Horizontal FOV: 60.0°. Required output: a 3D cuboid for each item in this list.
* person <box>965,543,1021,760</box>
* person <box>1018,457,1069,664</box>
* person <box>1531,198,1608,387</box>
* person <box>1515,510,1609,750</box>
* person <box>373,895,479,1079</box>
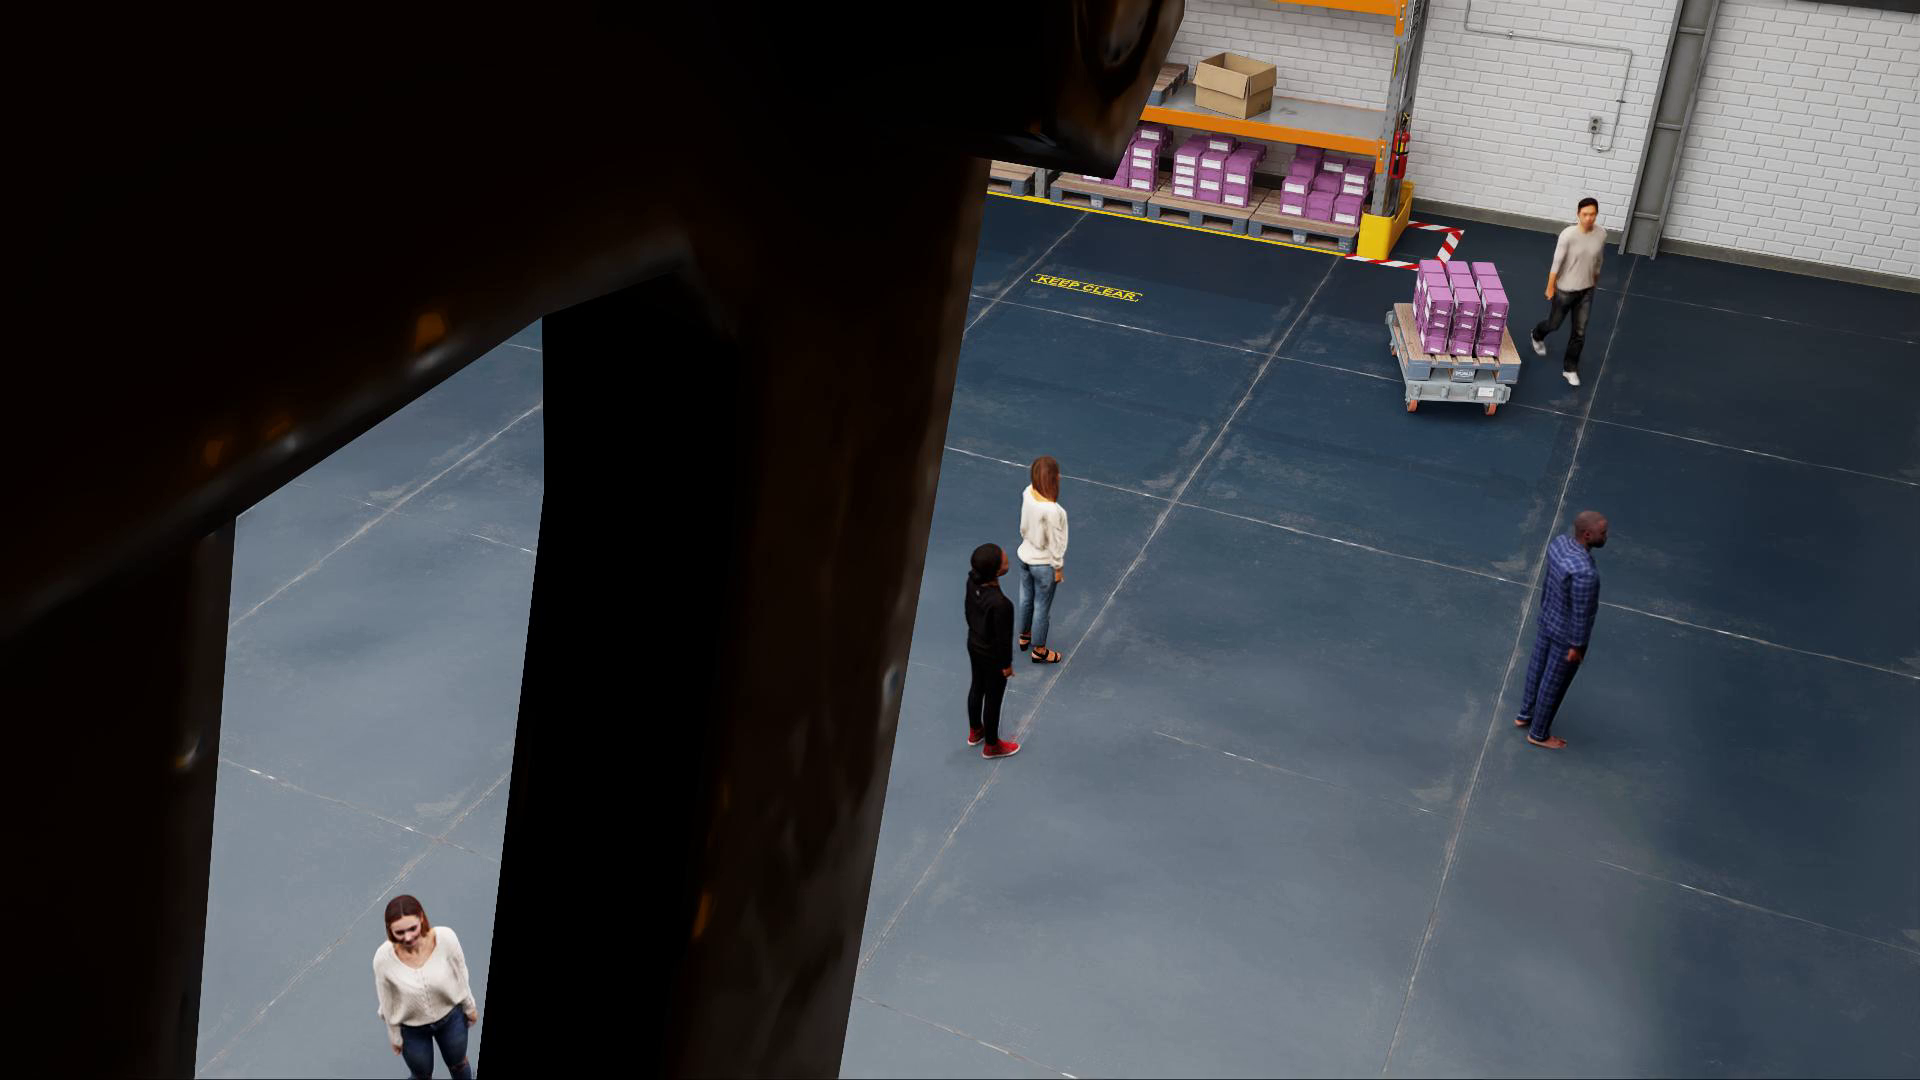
[{"bbox_3d":[0.189,0.739,11.143,0.740,1.674,0.646,-19,38,-26],"label":"person"},{"bbox_3d":[0.577,0.135,12.045,0.763,1.680,0.681,-15,36,-21],"label":"person"},{"bbox_3d":[5.779,-2.425,15.810,1.137,1.777,1.087,-5,34,-8],"label":"person"},{"bbox_3d":[4.069,0.585,11.238,0.775,1.825,0.768,-2,34,-4],"label":"person"},{"bbox_3d":[-2.725,2.458,8.541,0.706,1.691,0.745,-15,37,-22],"label":"person"}]
